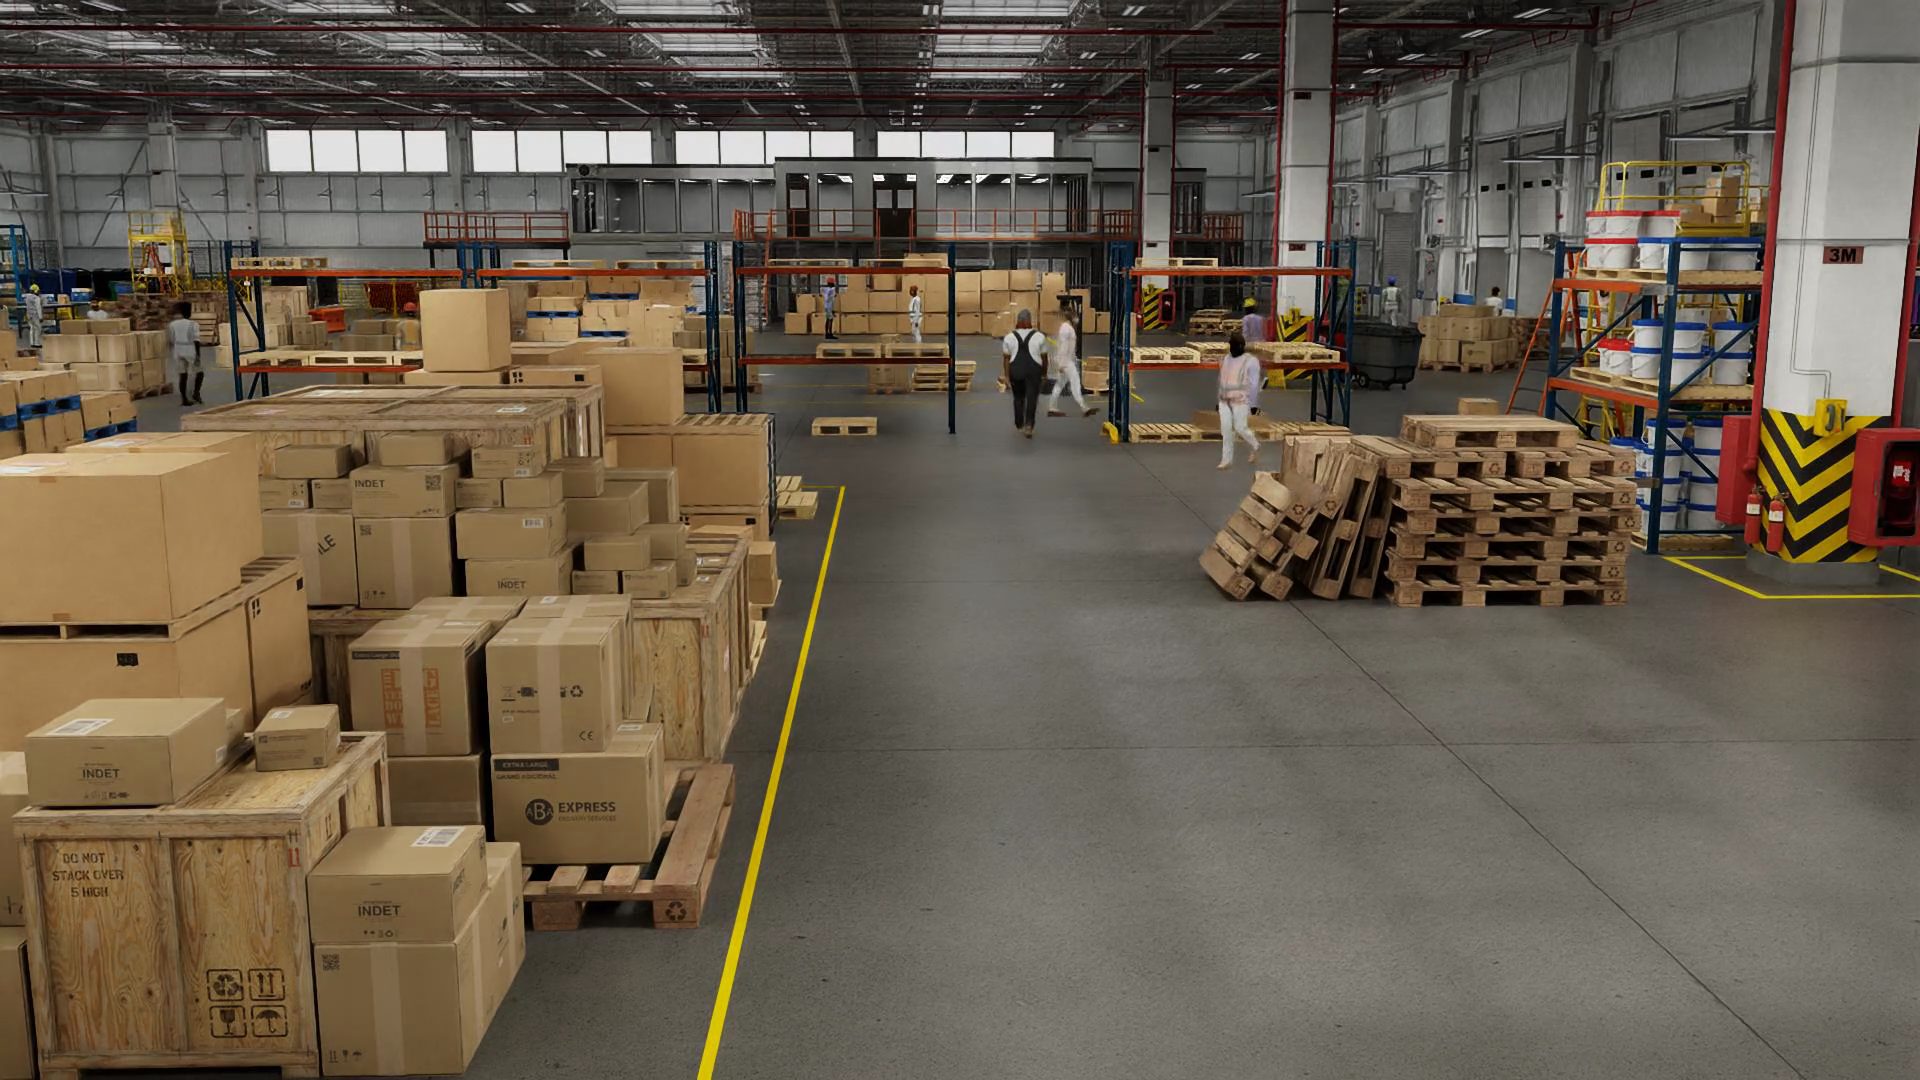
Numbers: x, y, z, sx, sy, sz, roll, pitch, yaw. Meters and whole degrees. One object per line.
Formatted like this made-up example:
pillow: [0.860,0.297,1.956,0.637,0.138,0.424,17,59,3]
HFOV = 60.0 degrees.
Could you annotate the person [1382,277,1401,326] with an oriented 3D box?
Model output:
person: [13.649,-7.347,52.613,0.603,1.920,0.849,3,11,15]

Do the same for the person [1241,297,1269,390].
person: [5.898,-3.919,33.503,0.589,1.915,0.536,-10,14,-43]

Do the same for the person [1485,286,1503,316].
person: [14.290,-5.887,44.672,0.542,1.844,0.694,5,11,26]

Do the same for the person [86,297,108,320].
person: [-18.738,-4.343,36.074,0.558,1.836,0.788,1,10,6]

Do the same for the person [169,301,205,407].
person: [-14.209,-3.415,30.619,0.624,1.947,0.533,1,10,7]

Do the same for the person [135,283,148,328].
person: [-25.674,-7.205,52.324,0.515,1.726,0.430,3,10,14]

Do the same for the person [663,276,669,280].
person: [-10.714,-8.777,60.697,0.435,1.863,0.601,-3,11,-15]

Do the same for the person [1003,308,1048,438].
person: [1.021,-2.622,25.924,0.692,2.000,0.903,2,10,10]

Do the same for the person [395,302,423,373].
person: [-10.046,-3.390,30.501,0.551,1.932,0.378,-4,11,-20]

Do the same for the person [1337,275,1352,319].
person: [15.161,-9.598,65.430,0.815,1.817,0.653,-9,14,-42]

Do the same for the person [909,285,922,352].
person: [-1.189,-5.843,44.344,0.351,1.878,0.568,-3,11,-18]

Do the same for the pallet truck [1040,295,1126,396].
pallet truck: [2.483,-3.881,33.060,1.885,1.965,0.823,-7,13,-36]

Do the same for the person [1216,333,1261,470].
person: [3.722,-1.852,22.242,0.604,1.826,0.631,-10,14,-43]

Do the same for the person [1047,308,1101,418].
person: [1.957,-3.042,28.685,0.990,1.888,0.651,1,10,7]

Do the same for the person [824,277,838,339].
person: [-4.031,-7.224,51.883,0.385,1.927,0.545,-5,11,-25]

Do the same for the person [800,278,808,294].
person: [-5.520,-8.333,58.438,0.981,1.800,0.529,1,10,7]

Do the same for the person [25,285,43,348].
person: [-26.386,-6.373,47.479,0.583,1.816,0.422,6,12,32]

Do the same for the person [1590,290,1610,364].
person: [16.016,-5.381,41.420,0.378,1.996,0.611,-1,10,-8]
